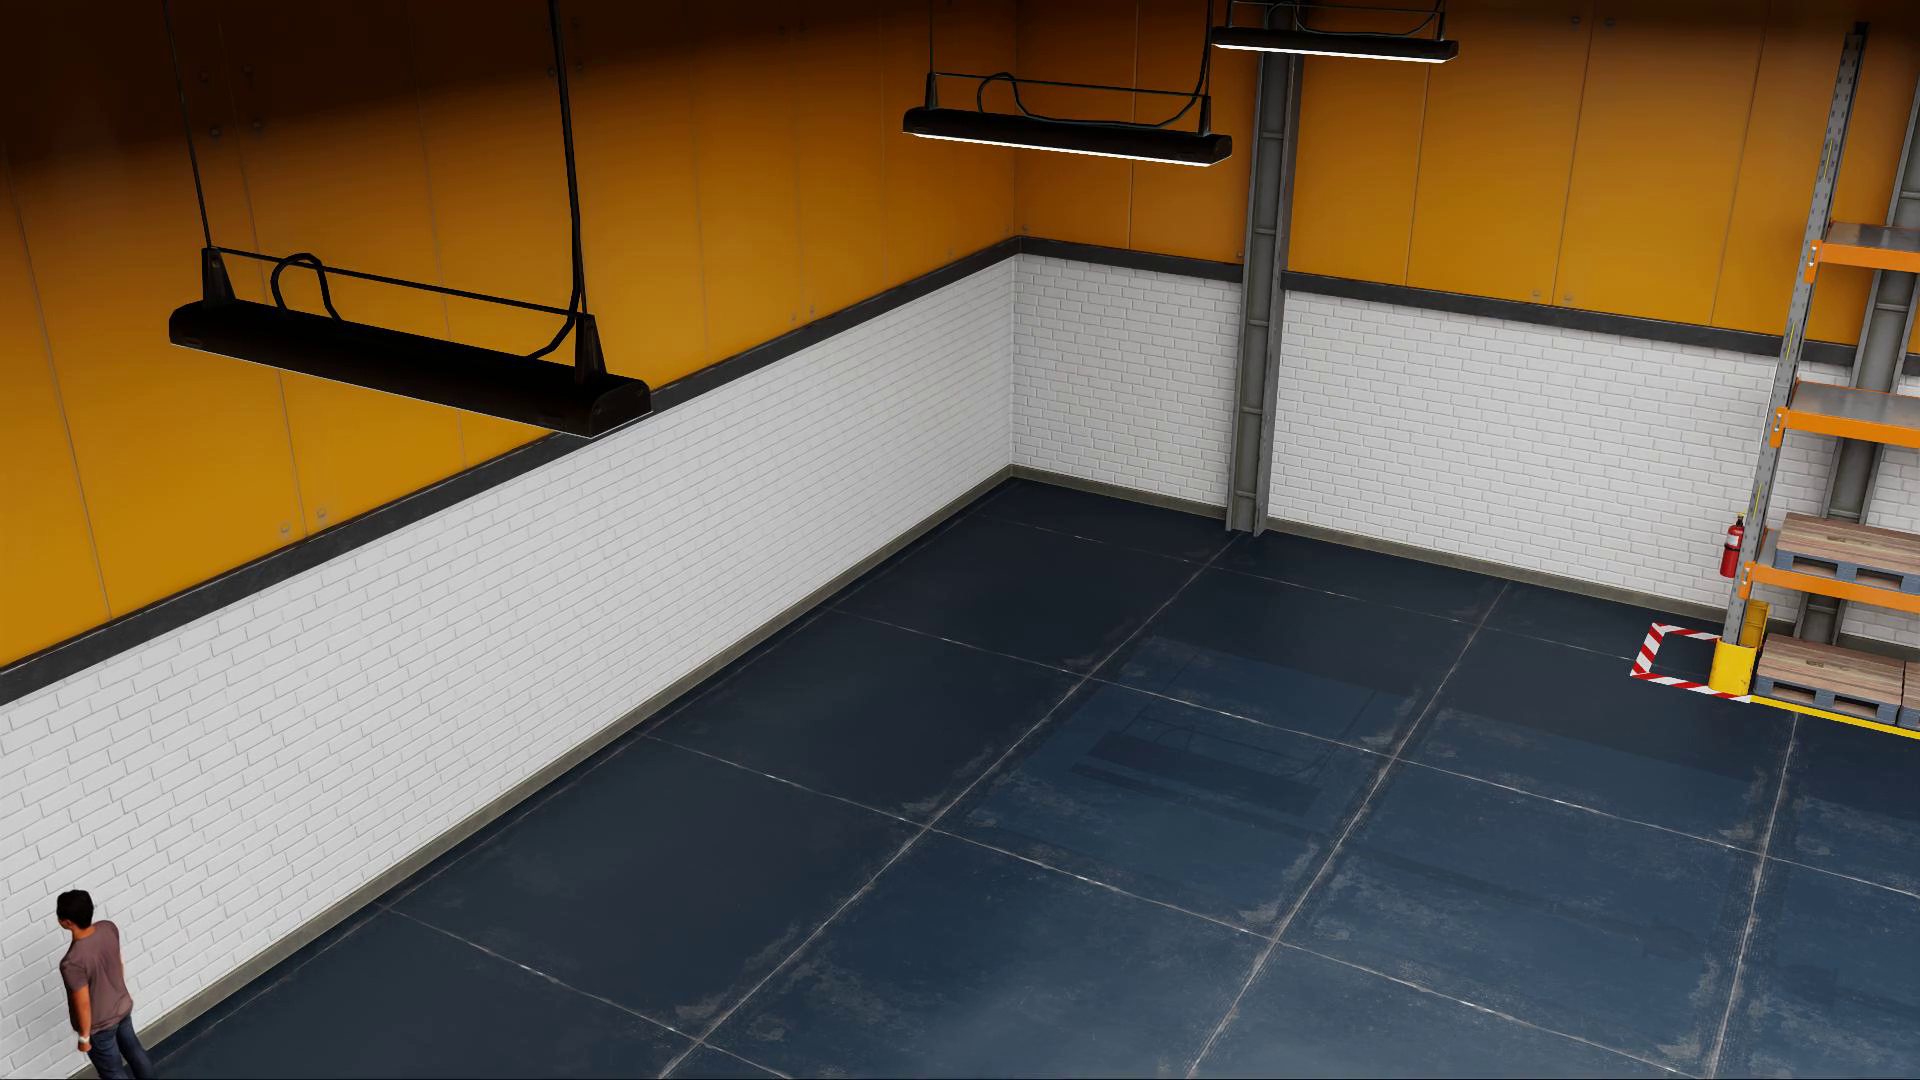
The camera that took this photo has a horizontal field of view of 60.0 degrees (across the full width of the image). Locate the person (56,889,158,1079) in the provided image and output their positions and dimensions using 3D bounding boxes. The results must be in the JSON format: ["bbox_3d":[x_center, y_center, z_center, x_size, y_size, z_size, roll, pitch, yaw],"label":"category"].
[{"bbox_3d":[-5.230,2.902,10.197,0.682,1.778,0.705,3,24,6],"label":"person"}]
